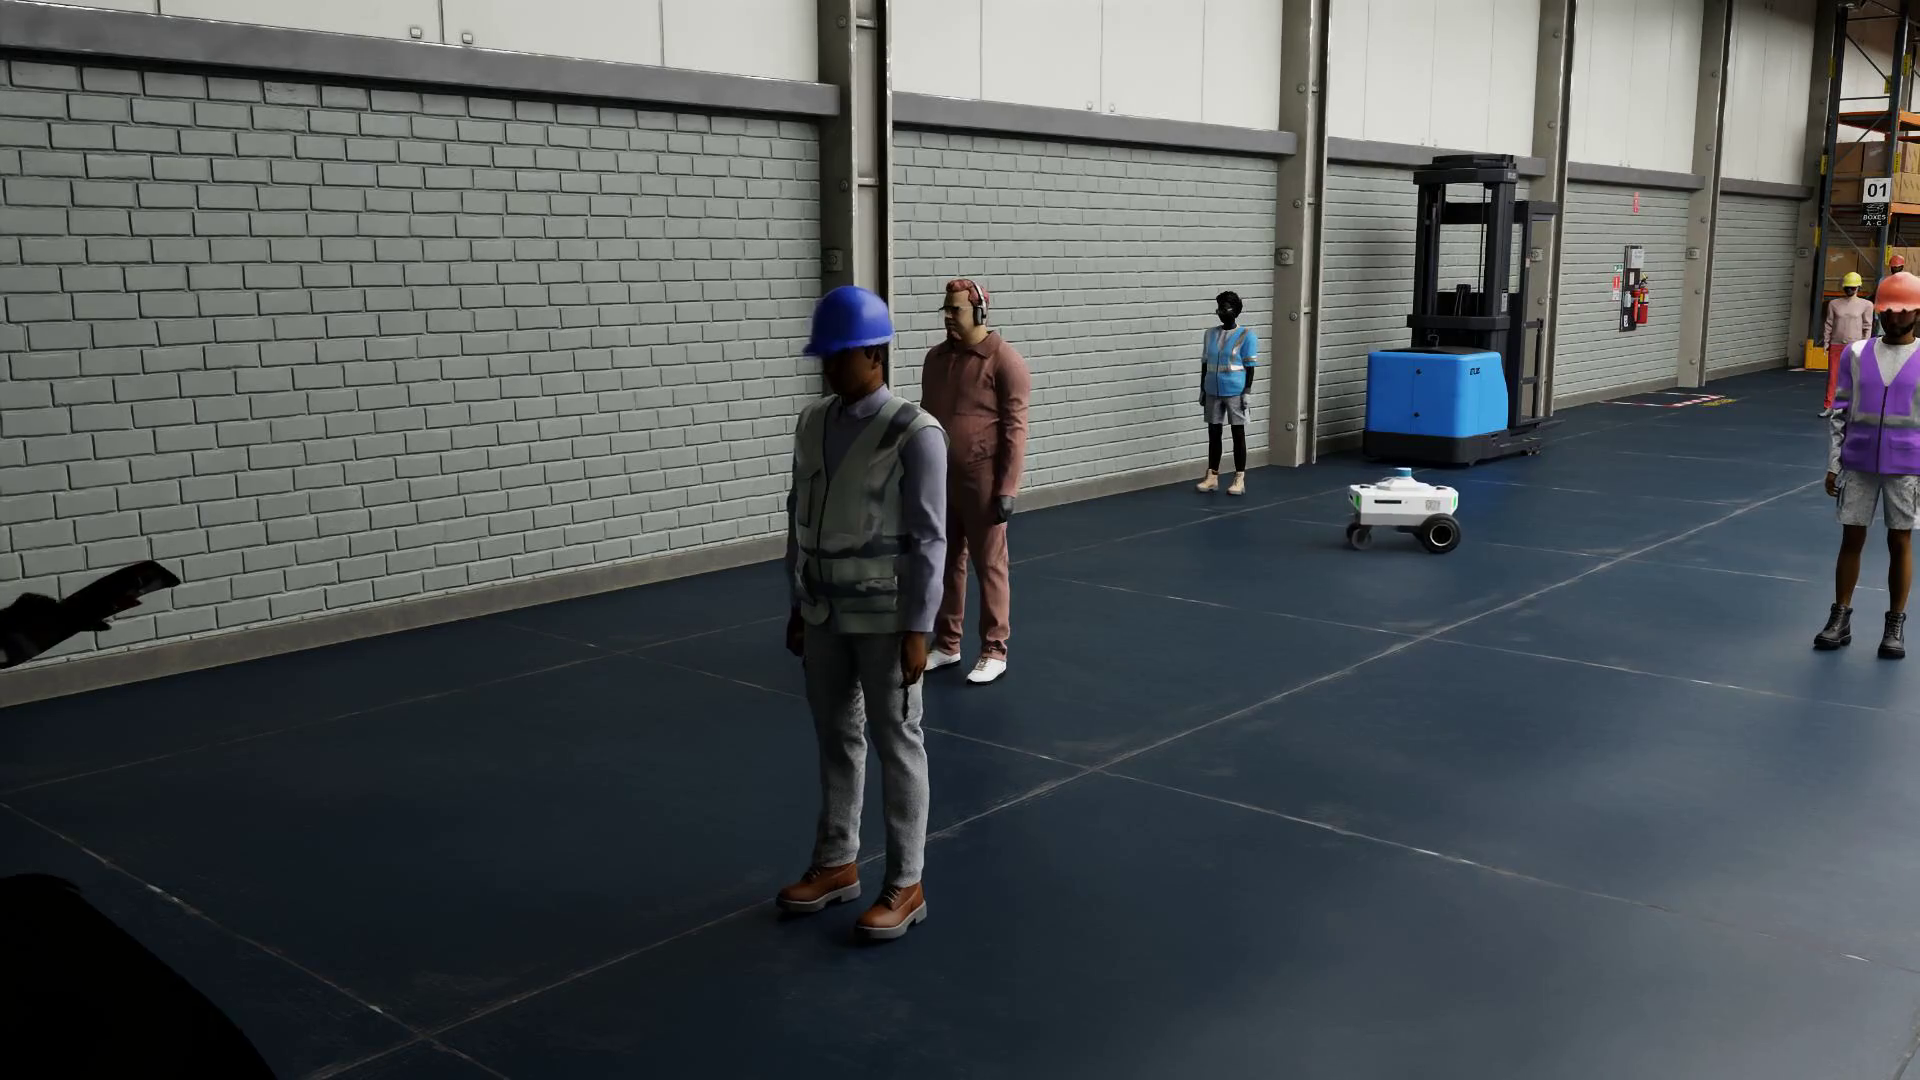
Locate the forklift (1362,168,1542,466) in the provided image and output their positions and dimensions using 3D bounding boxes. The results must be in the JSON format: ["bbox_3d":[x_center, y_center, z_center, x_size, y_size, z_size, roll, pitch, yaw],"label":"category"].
[{"bbox_3d":[4.875,-2.212,16.287,1.129,2.768,1.873,8,13,40],"label":"forklift"}]

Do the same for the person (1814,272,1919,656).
[{"bbox_3d":[4.692,-0.384,8.449,0.544,1.936,0.359,8,13,39],"label":"person"}]

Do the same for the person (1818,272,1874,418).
[{"bbox_3d":[10.754,-2.360,20.187,0.523,1.767,0.313,8,13,39],"label":"person"}]

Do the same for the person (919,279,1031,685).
[{"bbox_3d":[0.018,-0.279,7.932,0.642,1.909,0.410,8,13,39],"label":"person"}]

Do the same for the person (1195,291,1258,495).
[{"bbox_3d":[2.237,-1.236,13.975,0.533,1.697,0.318,8,13,39],"label":"person"}]

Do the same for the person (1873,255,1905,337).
[{"bbox_3d":[15.145,-3.648,27.021,0.544,1.939,0.354,8,13,39],"label":"person"}]

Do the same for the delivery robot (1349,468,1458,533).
[{"bbox_3d":[3.057,-0.258,11.499,0.707,0.478,0.477,1,10,6],"label":"delivery robot"}]

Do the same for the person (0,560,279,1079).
[{"bbox_3d":[-0.568,0.887,1.039,0.610,1.995,0.375,8,13,39],"label":"person"}]

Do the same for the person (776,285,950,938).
[{"bbox_3d":[-0.311,0.216,5.013,0.611,1.944,0.406,8,13,40],"label":"person"}]
